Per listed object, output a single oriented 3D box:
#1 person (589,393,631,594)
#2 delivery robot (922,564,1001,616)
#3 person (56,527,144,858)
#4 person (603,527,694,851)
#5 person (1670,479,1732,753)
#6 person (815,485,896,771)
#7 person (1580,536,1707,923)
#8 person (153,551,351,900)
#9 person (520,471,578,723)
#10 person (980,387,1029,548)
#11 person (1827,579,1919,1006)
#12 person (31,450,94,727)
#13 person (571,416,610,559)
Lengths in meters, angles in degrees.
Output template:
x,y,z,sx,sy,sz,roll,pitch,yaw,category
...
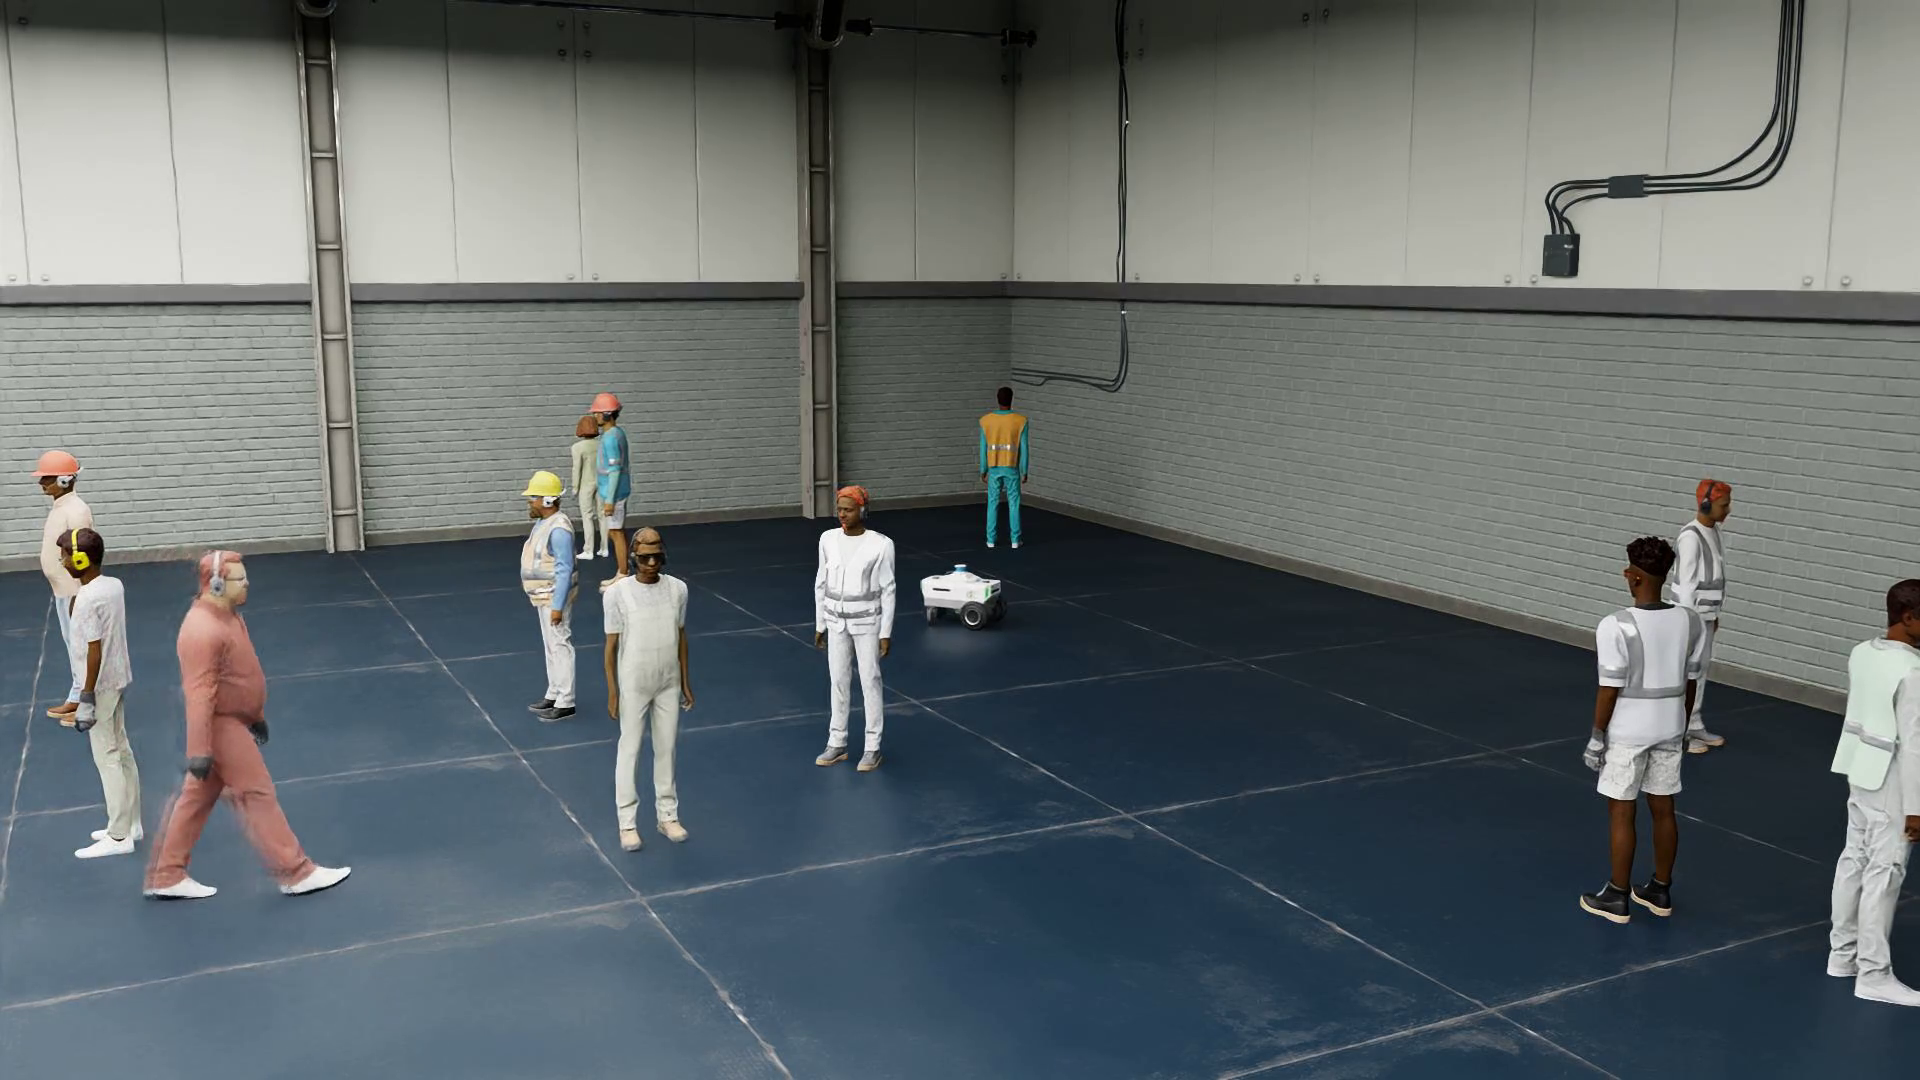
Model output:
x,y,z,sx,sy,sz,roll,pitch,yaw,category
-3.549,-0.469,16.910,0.397,2.043,0.609,-1,9,-5,person
0.010,0.470,15.410,0.707,0.478,0.477,4,10,25,delivery robot
-4.840,0.850,9.340,0.329,1.865,0.516,-2,9,-9,person
-1.768,0.835,9.481,0.508,1.844,0.332,-6,11,-32,person
5.056,0.514,11.375,0.367,1.879,0.581,8,12,39,person
-0.701,0.578,10.954,0.573,1.883,0.355,4,10,24,person
3.432,0.953,8.389,0.602,1.966,0.368,-3,10,-17,person
-3.767,0.968,8.632,0.989,1.851,0.668,-3,10,-18,person
-2.996,0.408,12.148,0.403,1.835,0.586,-4,10,-24,person
0.522,-0.855,19.723,0.586,1.910,0.395,2,9,10,person
4.178,1.120,7.523,0.391,1.914,0.587,1,9,4,person
-6.447,0.343,12.053,0.375,1.995,0.610,-8,12,-40,person
-4.207,-0.594,18.942,0.283,1.633,0.497,8,12,40,person
